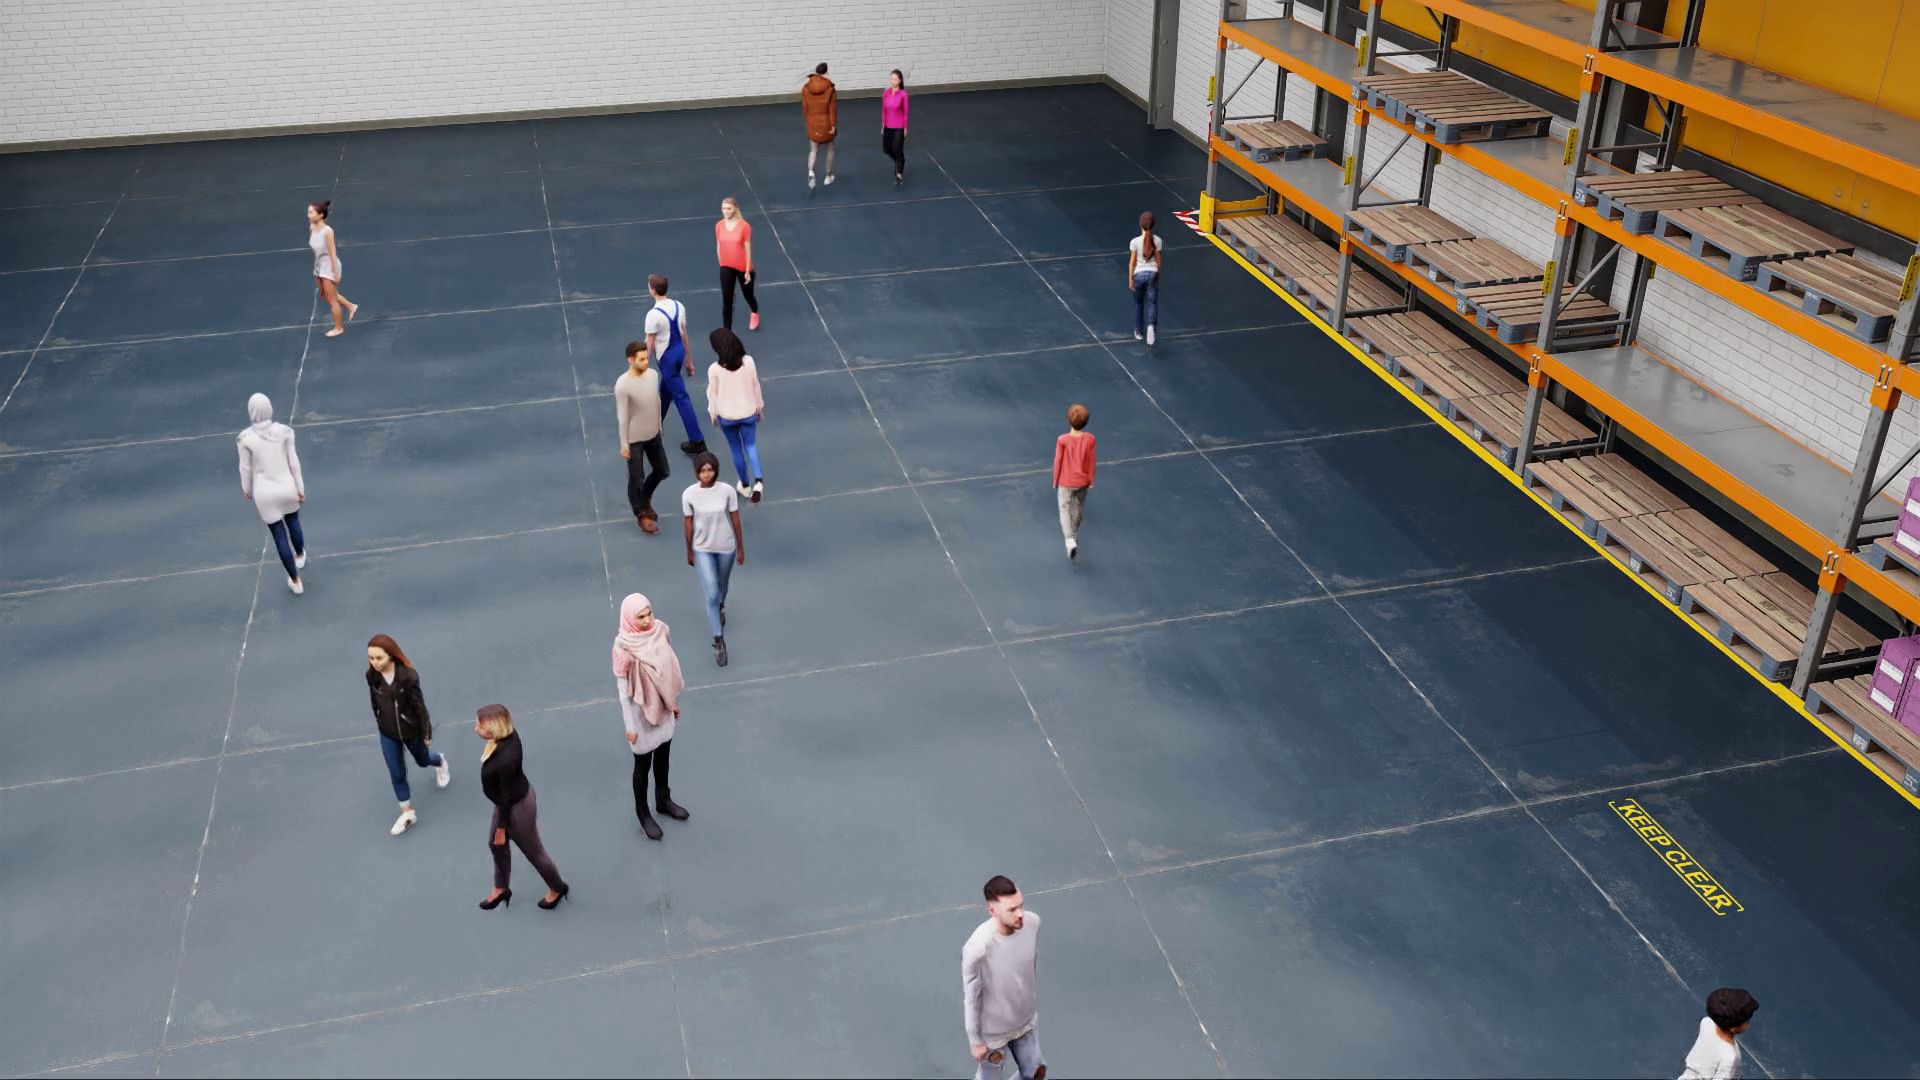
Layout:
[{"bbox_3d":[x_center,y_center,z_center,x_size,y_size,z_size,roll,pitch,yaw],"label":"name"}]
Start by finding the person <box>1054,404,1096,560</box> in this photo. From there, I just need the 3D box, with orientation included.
[{"bbox_3d":[1.015,-0.509,14.657,0.577,1.397,0.882,-4,29,-8],"label":"person"}]

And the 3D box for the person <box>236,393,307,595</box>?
[{"bbox_3d":[-5.744,-0.353,14.000,0.783,1.753,1.002,-16,32,-27],"label":"person"}]

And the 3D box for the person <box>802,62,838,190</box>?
[{"bbox_3d":[-2.067,-6.035,24.352,0.975,1.815,1.174,5,29,10],"label":"person"}]

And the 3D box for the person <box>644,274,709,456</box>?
[{"bbox_3d":[-2.789,-1.687,16.409,1.310,1.788,1.170,19,34,31],"label":"person"}]

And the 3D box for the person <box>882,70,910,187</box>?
[{"bbox_3d":[-0.919,-6.124,24.648,0.795,1.687,0.863,12,31,21],"label":"person"}]

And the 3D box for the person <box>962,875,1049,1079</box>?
[{"bbox_3d":[0.166,2.463,8.761,0.762,1.826,0.737,-19,34,-31],"label":"person"}]

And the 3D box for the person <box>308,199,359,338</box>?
[{"bbox_3d":[-7.283,-3.179,19.345,0.793,1.595,0.828,24,36,36],"label":"person"}]

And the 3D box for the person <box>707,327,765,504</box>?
[{"bbox_3d":[-2.036,-1.094,15.377,0.699,1.736,0.928,-8,30,-14],"label":"person"}]

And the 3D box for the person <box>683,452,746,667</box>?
[{"bbox_3d":[-1.963,0.065,13.314,0.595,1.675,1.099,-6,29,-12],"label":"person"}]

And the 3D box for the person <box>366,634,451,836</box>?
[{"bbox_3d":[-3.780,1.244,11.378,0.796,1.459,1.021,3,29,5],"label":"person"}]

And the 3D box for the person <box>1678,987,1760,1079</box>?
[{"bbox_3d":[3.845,2.840,8.672,0.562,1.250,0.445,-4,29,-7],"label":"person"}]

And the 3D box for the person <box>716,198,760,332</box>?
[{"bbox_3d":[-2.533,-3.120,19.172,0.922,1.657,1.197,5,29,9],"label":"person"}]

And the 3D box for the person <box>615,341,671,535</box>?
[{"bbox_3d":[-2.928,-0.948,14.990,0.850,1.849,0.816,22,36,35],"label":"person"}]

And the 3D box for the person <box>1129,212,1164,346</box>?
[{"bbox_3d":[2.141,-2.973,19.015,0.679,1.550,0.961,-1,29,-2],"label":"person"}]

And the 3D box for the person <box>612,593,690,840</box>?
[{"bbox_3d":[-2.090,1.160,11.174,0.783,1.803,0.739,19,34,31],"label":"person"}]

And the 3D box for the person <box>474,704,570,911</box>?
[{"bbox_3d":[-2.664,1.691,10.367,0.688,1.644,0.733,-8,30,-14],"label":"person"}]
